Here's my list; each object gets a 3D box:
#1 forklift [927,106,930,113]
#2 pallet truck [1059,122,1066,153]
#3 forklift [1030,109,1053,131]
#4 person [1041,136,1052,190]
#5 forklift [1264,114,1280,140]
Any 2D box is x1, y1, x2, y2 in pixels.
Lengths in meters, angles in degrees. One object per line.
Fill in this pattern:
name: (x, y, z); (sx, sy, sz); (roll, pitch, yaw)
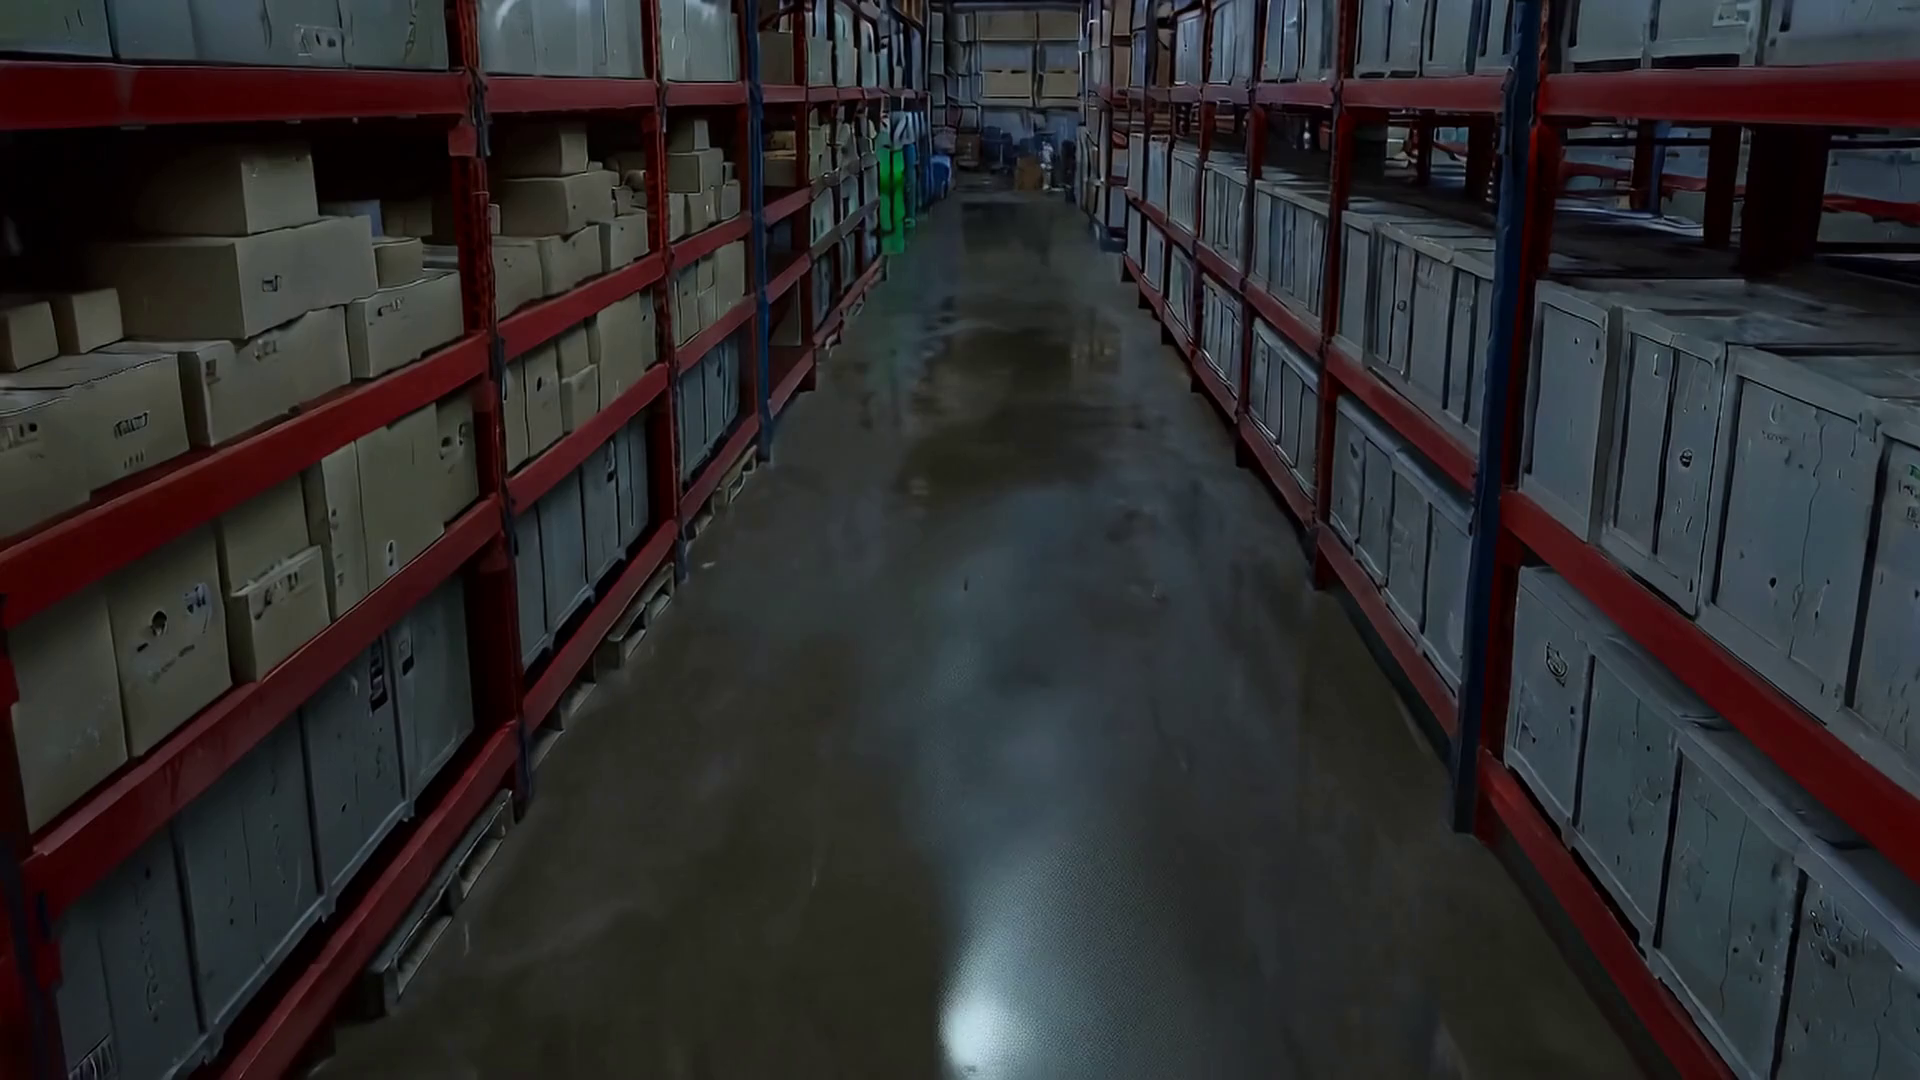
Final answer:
forklift: (-2.001, -20.667, 84.687); (1.129, 2.768, 1.873); (0, 15, 2)
pallet truck: (5.788, -21.111, 88.014); (1.885, 1.965, 0.823); (5, 16, 18)
forklift: (3.441, -16.924, 70.760); (1.129, 2.768, 1.873); (6, 16, 21)
person: (3.170, -13.826, 61.030); (0.375, 1.934, 0.547); (-6, 16, -22)
forklift: (11.022, -13.950, 59.694); (1.129, 2.768, 1.873); (0, 15, 2)
